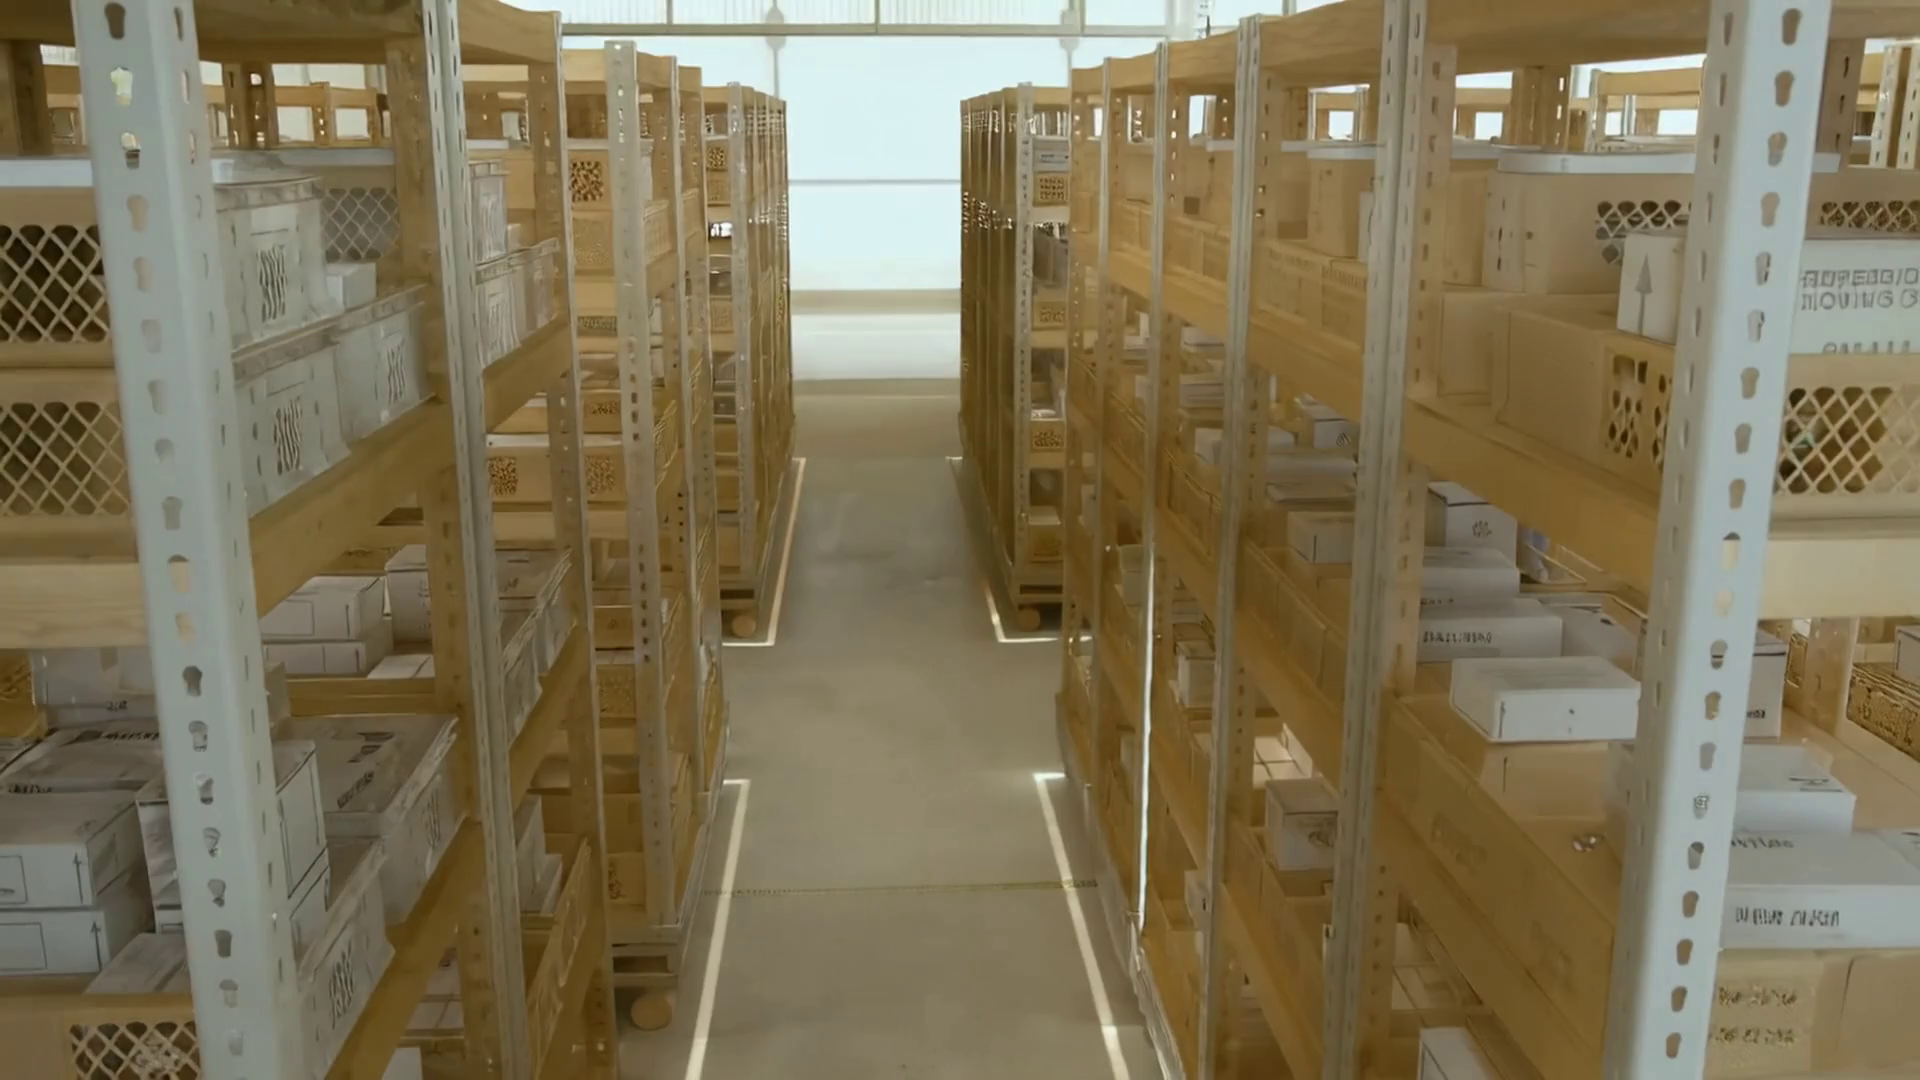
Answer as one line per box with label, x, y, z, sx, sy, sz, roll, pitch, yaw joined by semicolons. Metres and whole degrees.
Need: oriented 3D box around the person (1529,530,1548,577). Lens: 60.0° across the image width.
person;4.342;-0.718;12.634;0.652;1.942;0.988;3;14;11
